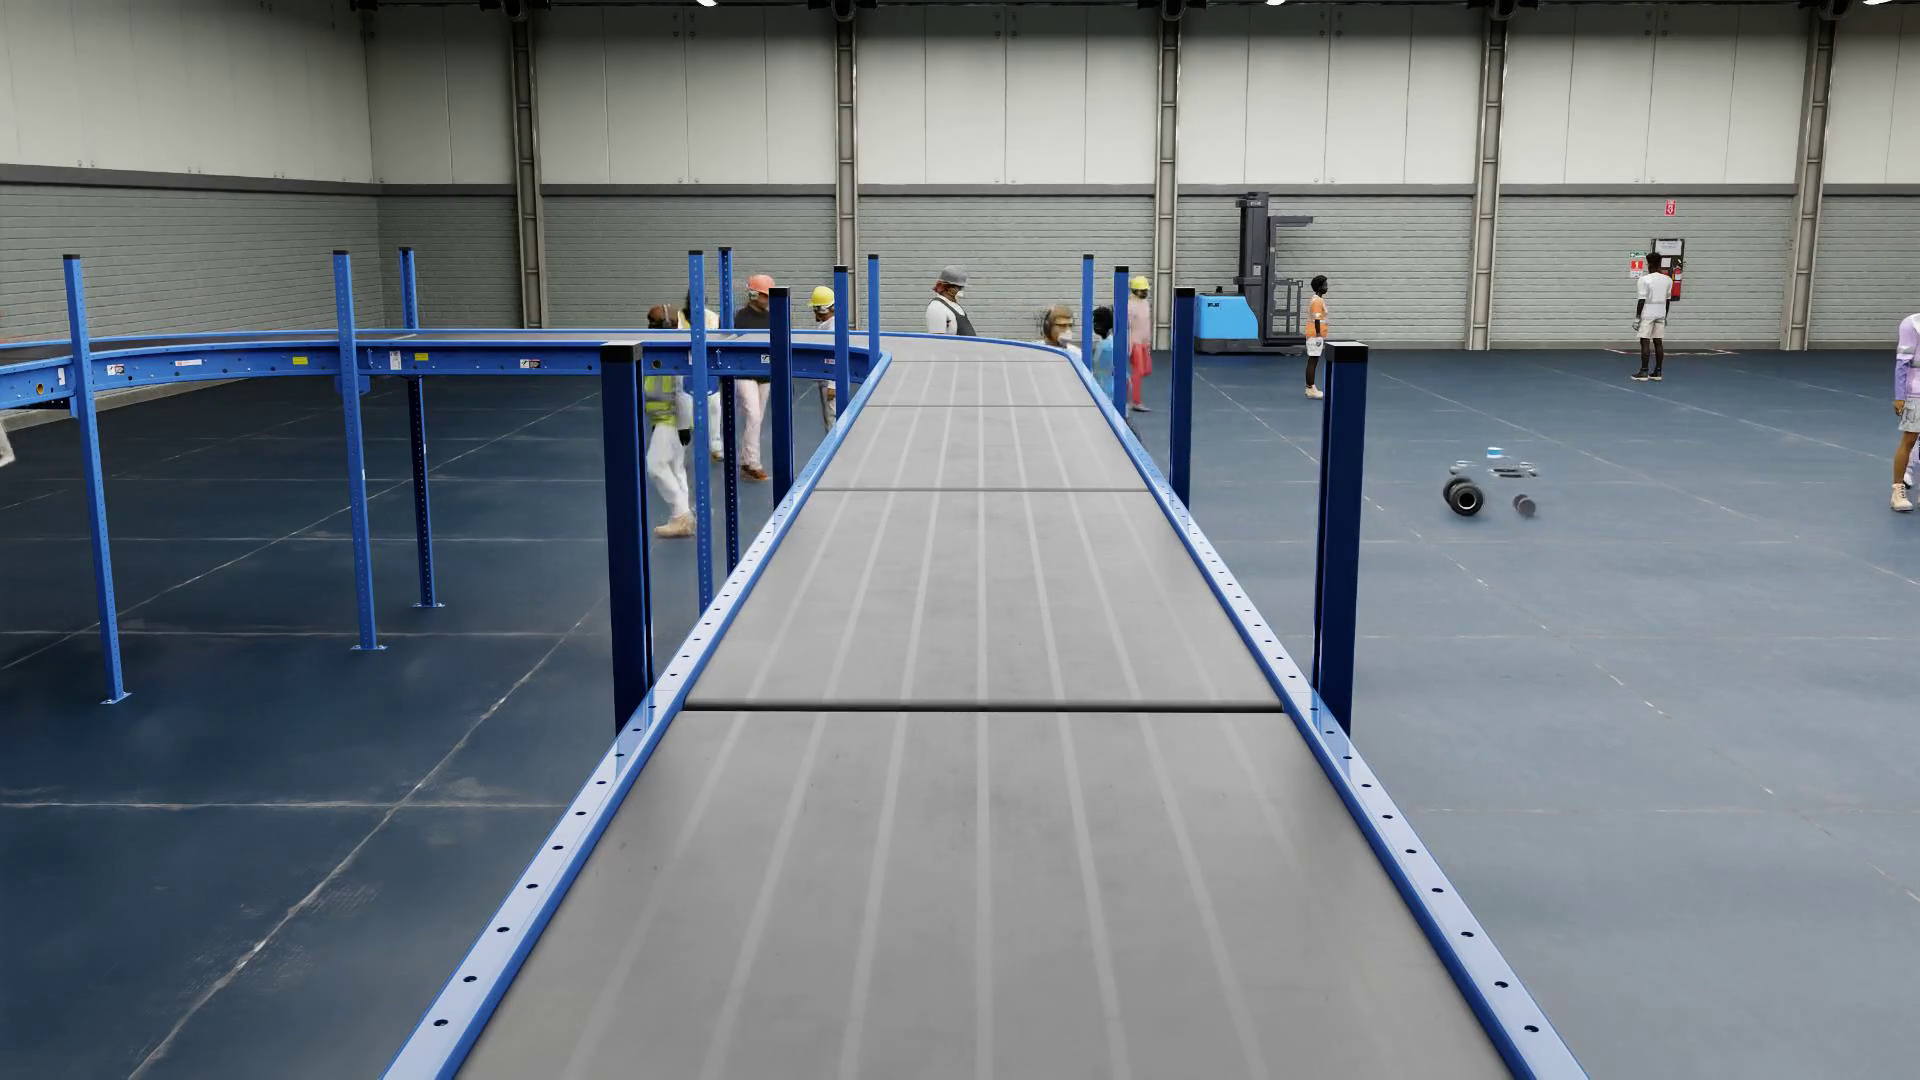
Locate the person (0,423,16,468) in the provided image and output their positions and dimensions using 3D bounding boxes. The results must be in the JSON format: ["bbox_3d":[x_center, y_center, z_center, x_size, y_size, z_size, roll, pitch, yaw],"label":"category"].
[{"bbox_3d":[-9.687,-1.466,16.425,0.526,1.591,0.878,3,11,14],"label":"person"}]

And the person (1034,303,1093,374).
[{"bbox_3d":[0.621,-0.699,11.612,0.633,1.922,0.659,-5,12,-23],"label":"person"}]

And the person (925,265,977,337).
[{"bbox_3d":[-0.063,-1.721,16.678,0.537,2.000,0.679,2,11,13],"label":"person"}]

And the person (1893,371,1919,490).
[{"bbox_3d":[8.931,-1.372,15.233,0.665,1.854,0.986,10,15,41],"label":"person"}]

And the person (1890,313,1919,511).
[{"bbox_3d":[8.291,-1.256,14.177,0.616,2.039,0.388,-1,11,-3],"label":"person"}]

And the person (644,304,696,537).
[{"bbox_3d":[-2.281,-0.923,13.018,0.460,1.826,0.658,-4,12,-19],"label":"person"}]

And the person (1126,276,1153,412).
[{"bbox_3d":[2.273,-2.553,21.595,0.478,1.747,0.533,7,13,33],"label":"person"}]

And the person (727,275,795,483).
[{"bbox_3d":[-1.913,-1.535,15.861,0.634,1.939,0.849,-11,15,-44],"label":"person"}]

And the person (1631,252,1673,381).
[{"bbox_3d":[10.652,-3.446,25.629,0.610,1.963,0.365,-3,12,-17],"label":"person"}]

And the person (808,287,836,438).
[{"bbox_3d":[-1.299,-1.563,16.317,0.404,1.824,0.586,-2,11,-12],"label":"person"}]

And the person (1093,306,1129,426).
[{"bbox_3d":[1.352,-1.423,16.030,0.879,1.639,0.555,1,11,5],"label":"person"}]

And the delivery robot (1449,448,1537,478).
[{"bbox_3d":[4.557,-0.673,14.213,0.698,0.223,0.335,2,11,9],"label":"delivery robot"}]

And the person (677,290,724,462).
[{"bbox_3d":[-2.688,-1.666,16.960,0.708,1.777,0.890,-5,12,-25],"label":"person"}]

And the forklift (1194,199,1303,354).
[{"bbox_3d":[5.313,-4.851,30.603,1.873,2.768,1.129,0,11,1],"label":"forklift"}]

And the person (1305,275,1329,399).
[{"bbox_3d":[4.971,-2.833,23.168,0.320,1.697,0.531,2,11,8],"label":"person"}]
